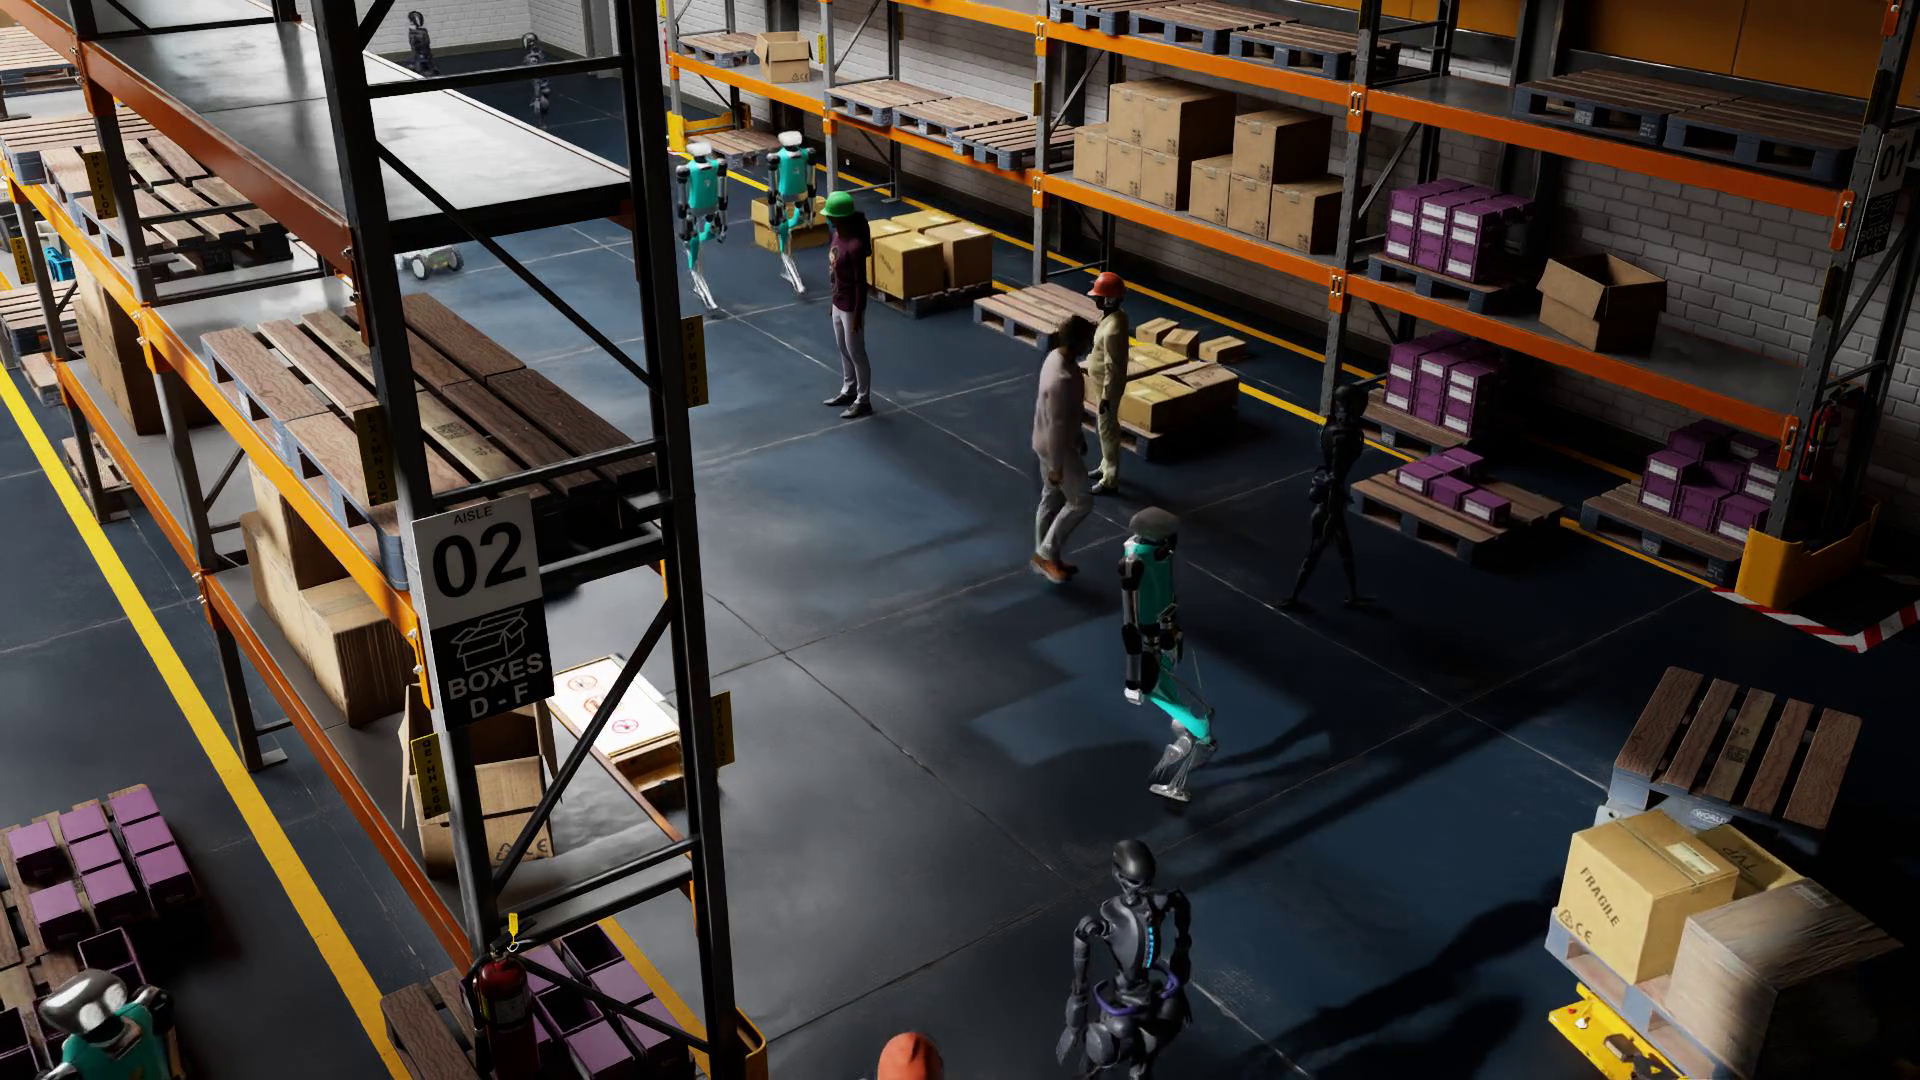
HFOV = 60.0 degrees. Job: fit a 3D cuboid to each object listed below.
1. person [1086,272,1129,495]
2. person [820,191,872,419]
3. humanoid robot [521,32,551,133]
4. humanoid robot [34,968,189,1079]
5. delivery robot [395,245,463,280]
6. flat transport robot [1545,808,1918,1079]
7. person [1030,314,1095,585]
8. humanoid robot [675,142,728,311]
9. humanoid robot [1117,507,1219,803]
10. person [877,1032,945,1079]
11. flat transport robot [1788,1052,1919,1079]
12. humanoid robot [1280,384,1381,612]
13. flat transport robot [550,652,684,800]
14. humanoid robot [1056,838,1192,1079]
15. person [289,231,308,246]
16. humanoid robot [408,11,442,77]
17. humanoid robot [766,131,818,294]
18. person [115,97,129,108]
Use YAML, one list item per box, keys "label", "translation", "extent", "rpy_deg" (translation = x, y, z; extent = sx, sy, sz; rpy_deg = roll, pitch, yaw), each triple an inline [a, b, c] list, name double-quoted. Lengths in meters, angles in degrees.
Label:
- label: "person"
  translation: [1.114, -1.197, 12.714]
  extent: [0.329, 1.750, 0.571]
  rpy_deg: [3, 27, 5]
- label: "person"
  translation: [-0.943, -1.996, 14.089]
  extent: [0.420, 1.948, 0.498]
  rpy_deg: [-13, 30, -24]
- label: "humanoid robot"
  translation: [-5.616, -5.942, 22.257]
  extent: [0.352, 1.654, 0.586]
  rpy_deg: [-8, 28, -15]
- label: "humanoid robot"
  translation: [-3.157, 2.224, 5.979]
  extent: [1.001, 1.778, 0.534]
  rpy_deg: [9, 28, 18]
- label: "delivery robot"
  translation: [-5.792, -3.151, 17.927]
  extent: [0.769, 0.587, 0.499]
  rpy_deg: [20, 33, 34]
- label: "flat transport robot"
  translation: [3.509, 2.175, 7.660]
  extent: [1.431, 0.231, 0.659]
  rpy_deg: [-11, 29, -20]
- label: "person"
  translation: [0.712, -0.616, 11.379]
  extent: [0.458, 1.917, 0.641]
  rpy_deg: [0, 27, -1]
- label: "humanoid robot"
  translation: [-2.622, -3.130, 16.576]
  extent: [0.544, 1.743, 0.994]
  rpy_deg: [-16, 31, -29]
- label: "humanoid robot"
  translation: [1.205, 0.738, 8.952]
  extent: [0.747, 1.839, 0.540]
  rpy_deg: [15, 30, 27]
- label: "person"
  translation: [-0.137, 2.380, 5.624]
  extent: [0.581, 1.724, 0.703]
  rpy_deg: [3, 27, 5]
- label: "flat transport robot"
  translation: [4.081, 2.543, 6.929]
  extent: [1.431, 0.231, 0.659]
  rpy_deg: [23, 34, 37]
- label: "humanoid robot"
  translation: [2.509, -0.253, 10.943]
  extent: [0.686, 1.631, 0.615]
  rpy_deg: [8, 28, 15]
- label: "flat transport robot"
  translation: [-2.061, 1.092, 9.816]
  extent: [0.659, 0.231, 1.431]
  rpy_deg: [-18, 32, -31]
- label: "humanoid robot"
  translation: [0.687, 1.889, 6.655]
  extent: [0.608, 1.646, 0.362]
  rpy_deg: [-13, 30, -25]
- label: "person"
  translation: [-6.400, -2.705, 15.855]
  extent: [0.287, 1.629, 0.498]
  rpy_deg: [14, 30, 25]
- label: "humanoid robot"
  translation: [-7.658, -6.748, 23.851]
  extent: [0.356, 1.633, 0.601]
  rpy_deg: [3, 27, 7]
- label: "humanoid robot"
  translation: [-1.784, -3.367, 17.037]
  extent: [0.539, 1.721, 0.990]
  rpy_deg: [-14, 30, -25]
- label: "person"
  translation: [-9.698, -4.876, 19.805]
  extent: [0.762, 1.954, 0.608]
  rpy_deg: [21, 34, 36]
